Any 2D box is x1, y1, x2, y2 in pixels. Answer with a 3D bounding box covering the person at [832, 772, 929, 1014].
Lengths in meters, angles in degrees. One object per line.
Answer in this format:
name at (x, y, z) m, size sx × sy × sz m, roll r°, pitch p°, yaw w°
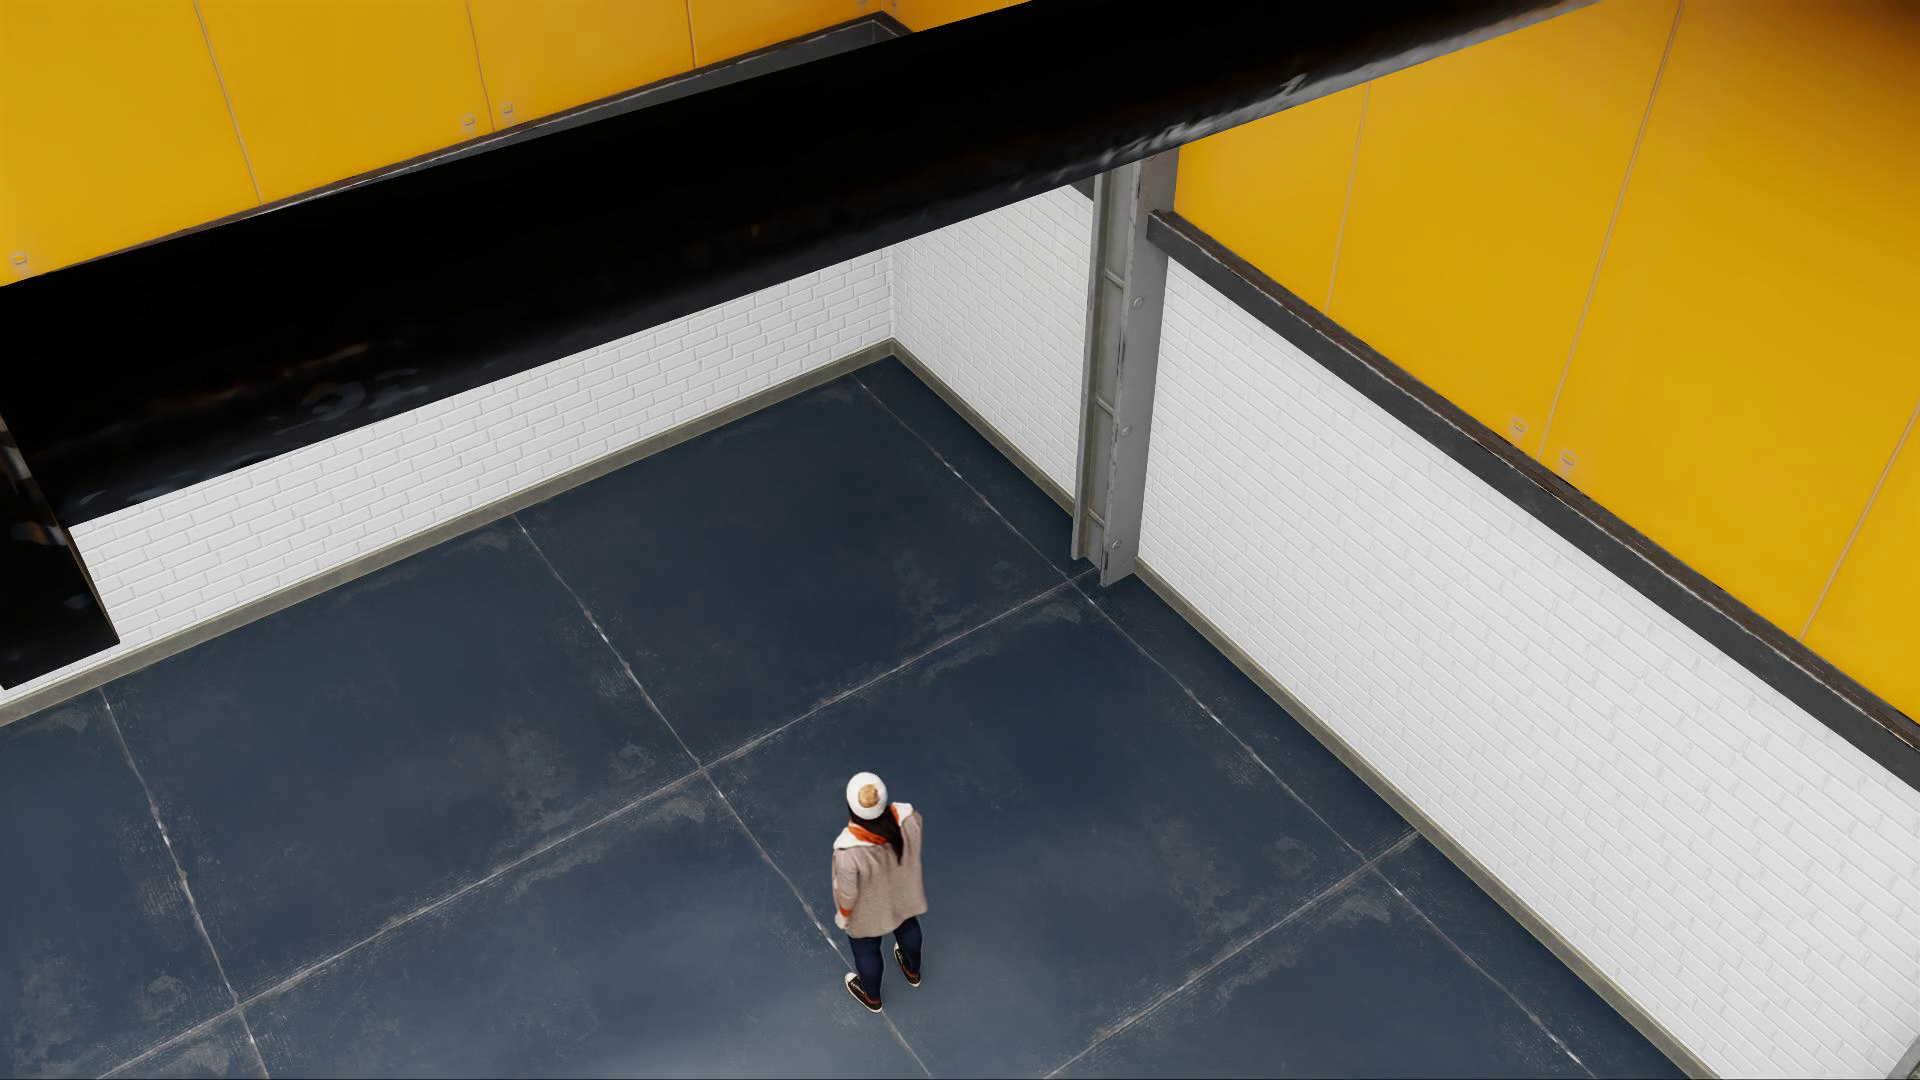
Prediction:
person at (-0.432, 1.881, 8.947) m, size 0.679 × 1.895 × 0.633 m, roll -26°, pitch 50°, yaw -25°
